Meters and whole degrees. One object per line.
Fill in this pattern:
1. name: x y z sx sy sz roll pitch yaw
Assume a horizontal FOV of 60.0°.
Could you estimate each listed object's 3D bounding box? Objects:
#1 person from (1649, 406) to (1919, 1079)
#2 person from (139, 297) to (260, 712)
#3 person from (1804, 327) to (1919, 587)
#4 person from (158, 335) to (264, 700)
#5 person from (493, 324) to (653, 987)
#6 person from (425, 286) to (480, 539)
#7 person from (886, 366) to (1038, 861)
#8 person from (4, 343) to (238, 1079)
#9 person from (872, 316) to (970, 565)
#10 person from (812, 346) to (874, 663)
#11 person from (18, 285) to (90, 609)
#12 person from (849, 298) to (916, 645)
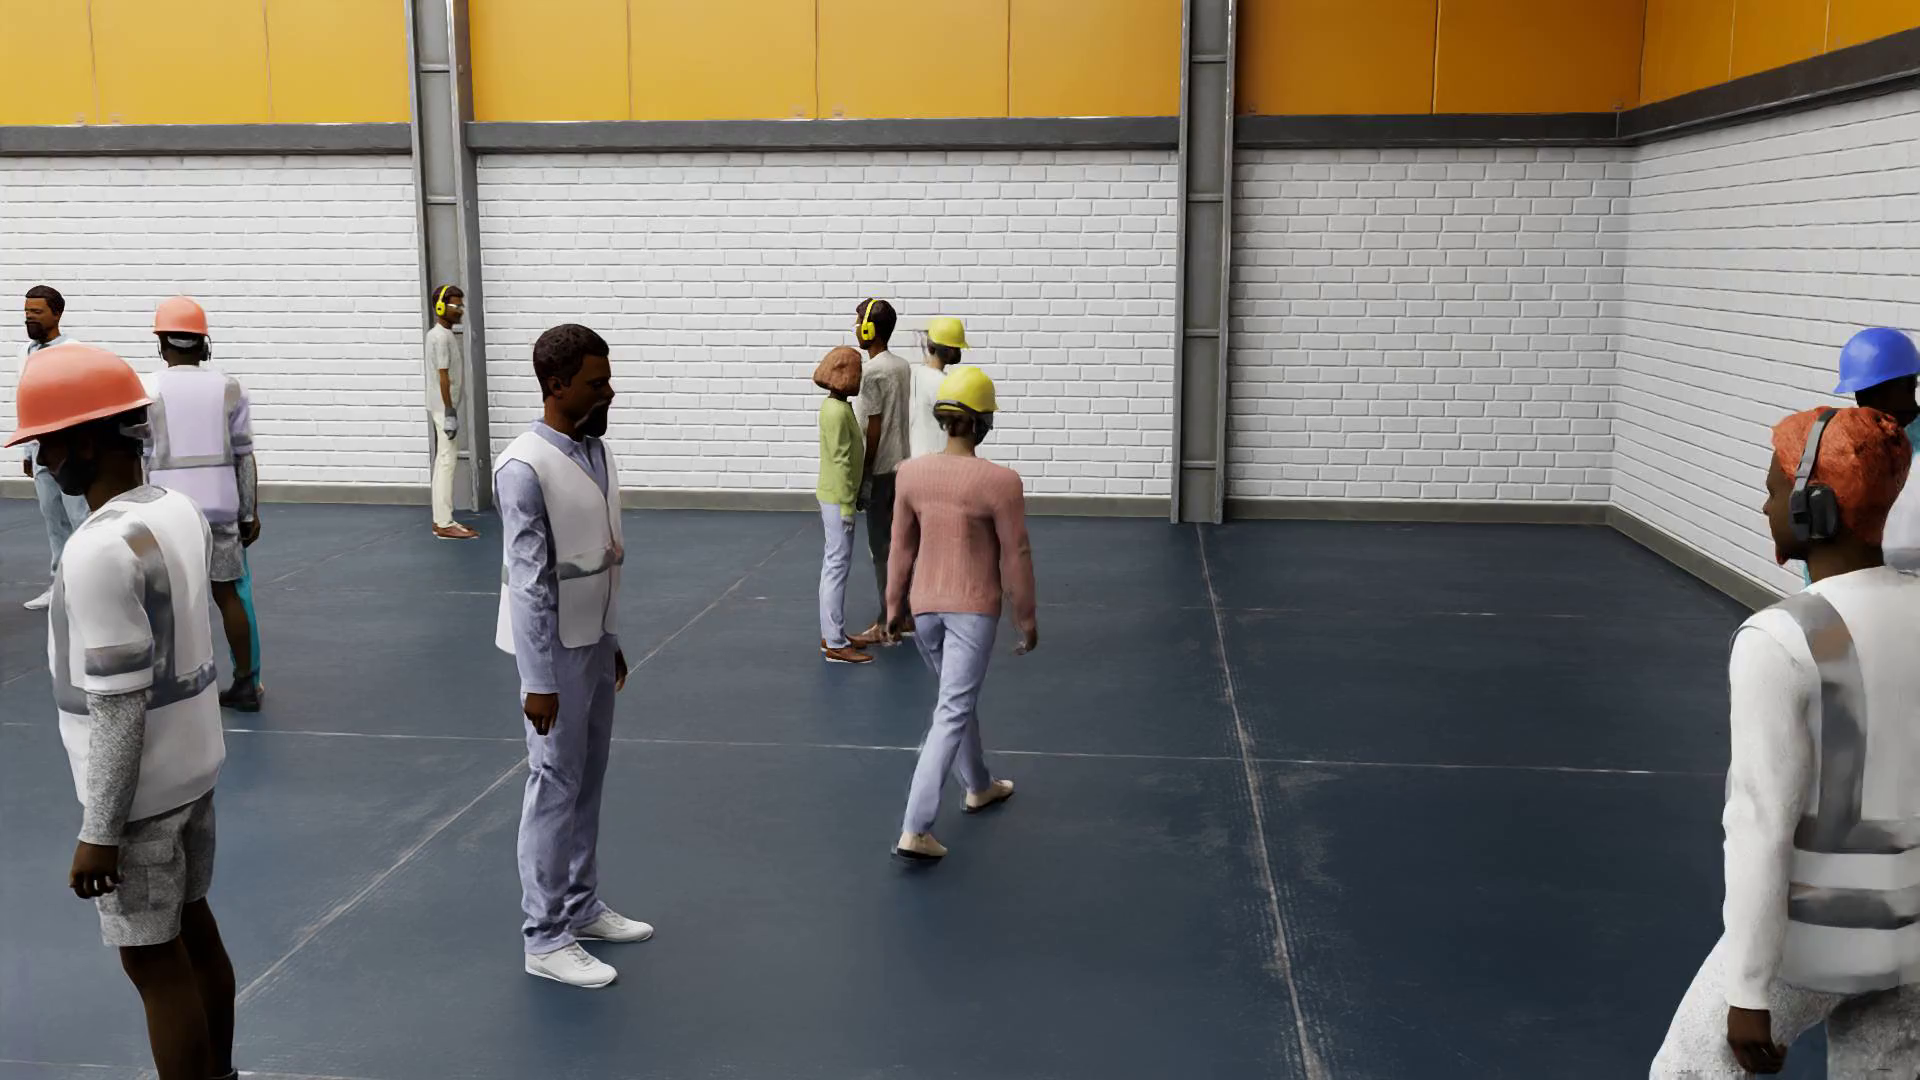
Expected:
1. person: 1.489 0.680 3.023 0.600 1.852 0.776 -4 11 -22
2. person: -3.482 -0.134 7.558 0.547 1.918 0.458 -9 13 -40
3. person: 3.182 0.228 5.593 0.854 1.883 0.631 -7 12 -34
4. person: -3.516 -0.129 7.706 0.507 1.847 0.343 -6 11 -29
5. person: -1.154 0.328 4.891 0.376 1.915 0.600 2 10 9
6. person: -3.782 -0.941 12.313 0.327 1.863 0.514 -4 11 -20
7. person: -0.015 0.243 5.946 0.545 1.720 0.920 7 12 33
8. person: -1.837 0.533 3.685 0.371 1.928 0.543 -1 10 -8
9. person: -0.201 -0.471 9.989 0.509 1.738 0.536 -2 10 -12
10. person: -0.611 -0.185 8.640 0.289 1.633 0.498 -1 10 -8
11. person: -5.303 -0.533 9.803 0.596 1.921 0.386 5 11 27
12. person: -0.426 -0.362 8.979 0.313 1.869 0.528 4 11 22
